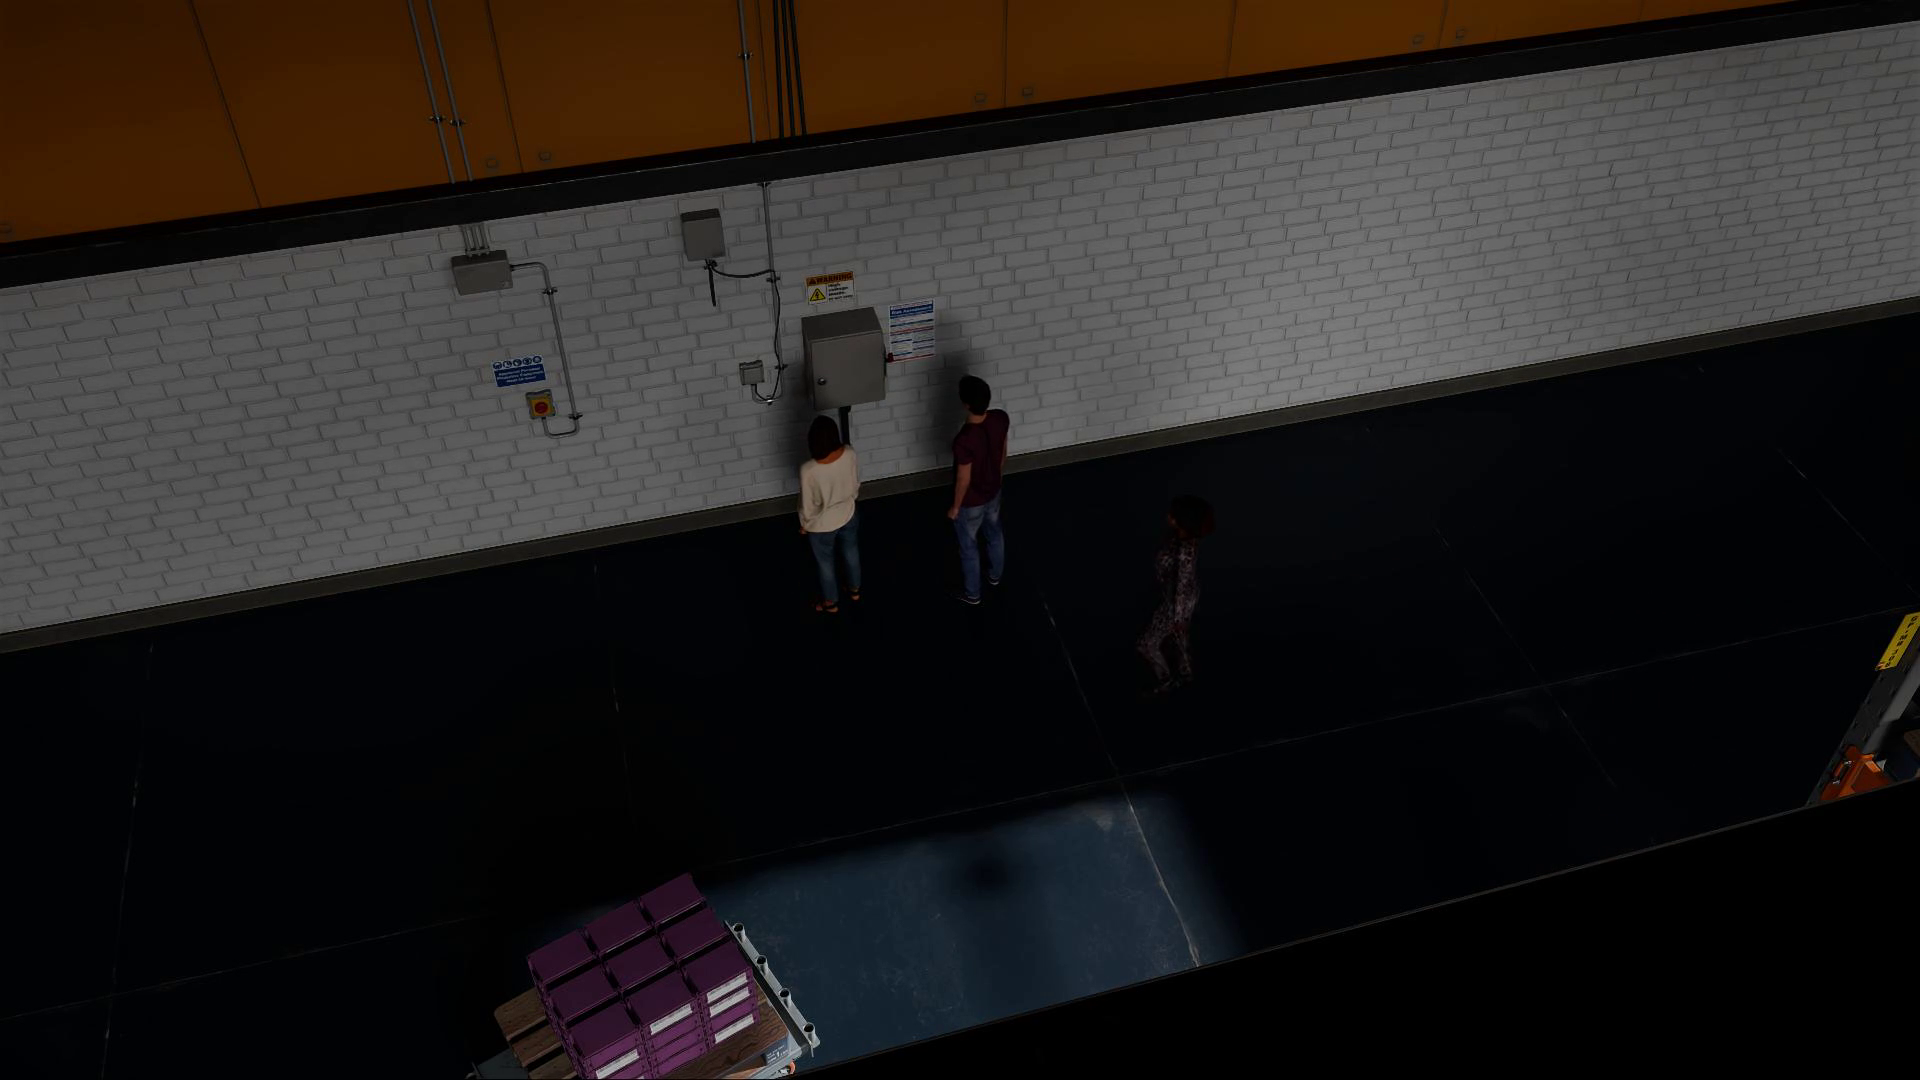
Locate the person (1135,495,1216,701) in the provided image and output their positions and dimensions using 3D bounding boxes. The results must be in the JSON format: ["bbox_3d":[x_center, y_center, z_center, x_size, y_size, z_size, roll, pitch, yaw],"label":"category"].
[{"bbox_3d":[1.443,0.384,10.452,0.752,1.699,0.693,8,44,9],"label":"person"}]

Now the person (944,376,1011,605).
[{"bbox_3d":[0.118,-0.336,11.099,0.751,1.850,0.742,31,52,29],"label":"person"}]

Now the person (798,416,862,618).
[{"bbox_3d":[-0.850,-0.156,11.030,0.685,1.683,0.663,-27,50,-25],"label":"person"}]
